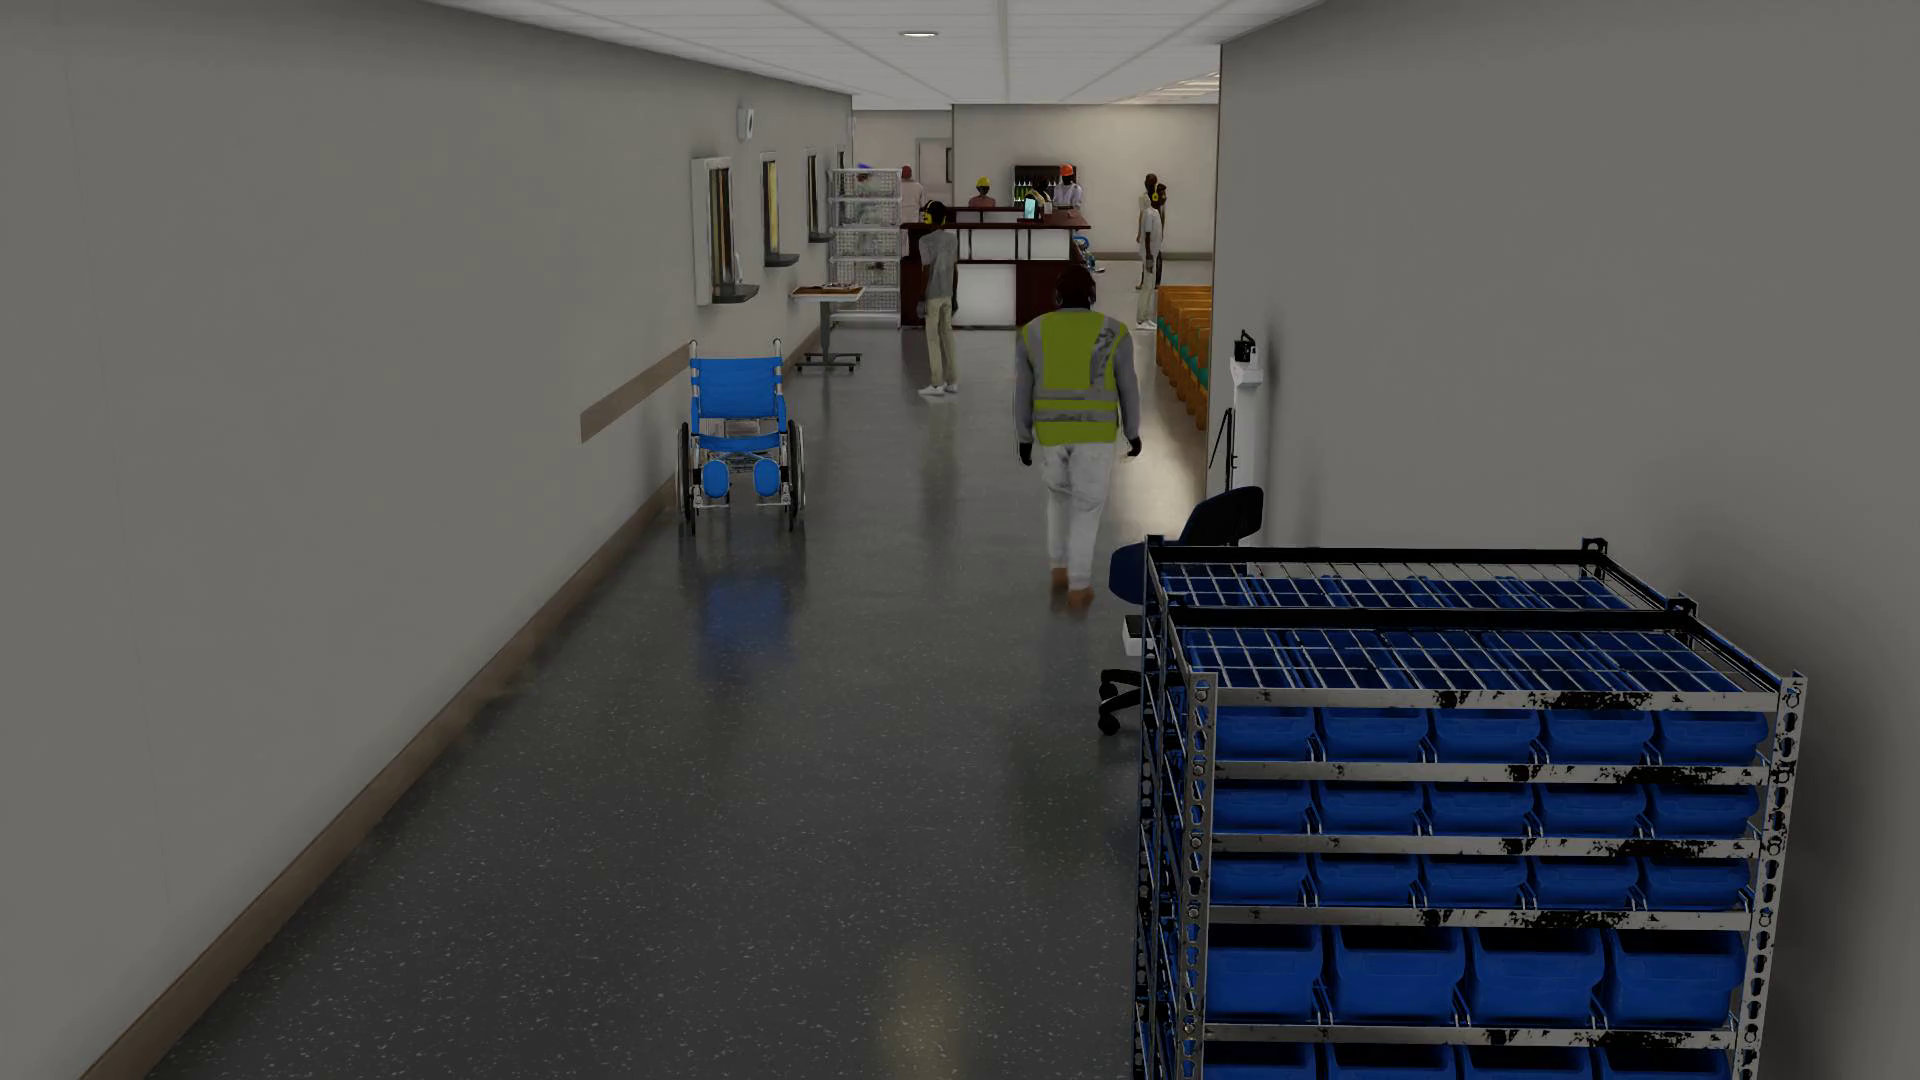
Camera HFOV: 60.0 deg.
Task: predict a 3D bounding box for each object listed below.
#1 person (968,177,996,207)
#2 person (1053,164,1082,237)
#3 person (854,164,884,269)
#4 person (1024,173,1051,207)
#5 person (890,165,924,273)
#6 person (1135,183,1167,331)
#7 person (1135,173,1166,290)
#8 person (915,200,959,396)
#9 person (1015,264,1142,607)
[{"bbox_3d":[0.374,-5.101,27.491,0.524,1.772,0.301,-9,16,-31],"label":"person"},{"bbox_3d":[1.891,-5.697,29.585,0.545,1.929,0.390,8,16,31],"label":"person"},{"bbox_3d":[-1.839,-5.952,30.652,0.958,1.896,0.625,3,14,10],"label":"person"},{"bbox_3d":[1.282,-4.971,26.815,0.429,1.843,0.632,7,16,27],"label":"person"},{"bbox_3d":[-0.953,-5.707,29.666,0.643,1.908,0.411,-5,15,-19],"label":"person"},{"bbox_3d":[2.452,-3.616,21.281,0.332,1.862,0.508,4,14,17],"label":"person"},{"bbox_3d":[3.052,-4.932,26.642,0.508,1.847,0.345,-8,16,-29],"label":"person"},{"bbox_3d":[-0.220,-2.322,16.016,0.310,1.864,0.533,13,19,43],"label":"person"},{"bbox_3d":[0.656,-0.578,9.034,0.641,1.815,0.687,5,15,20],"label":"person"}]
